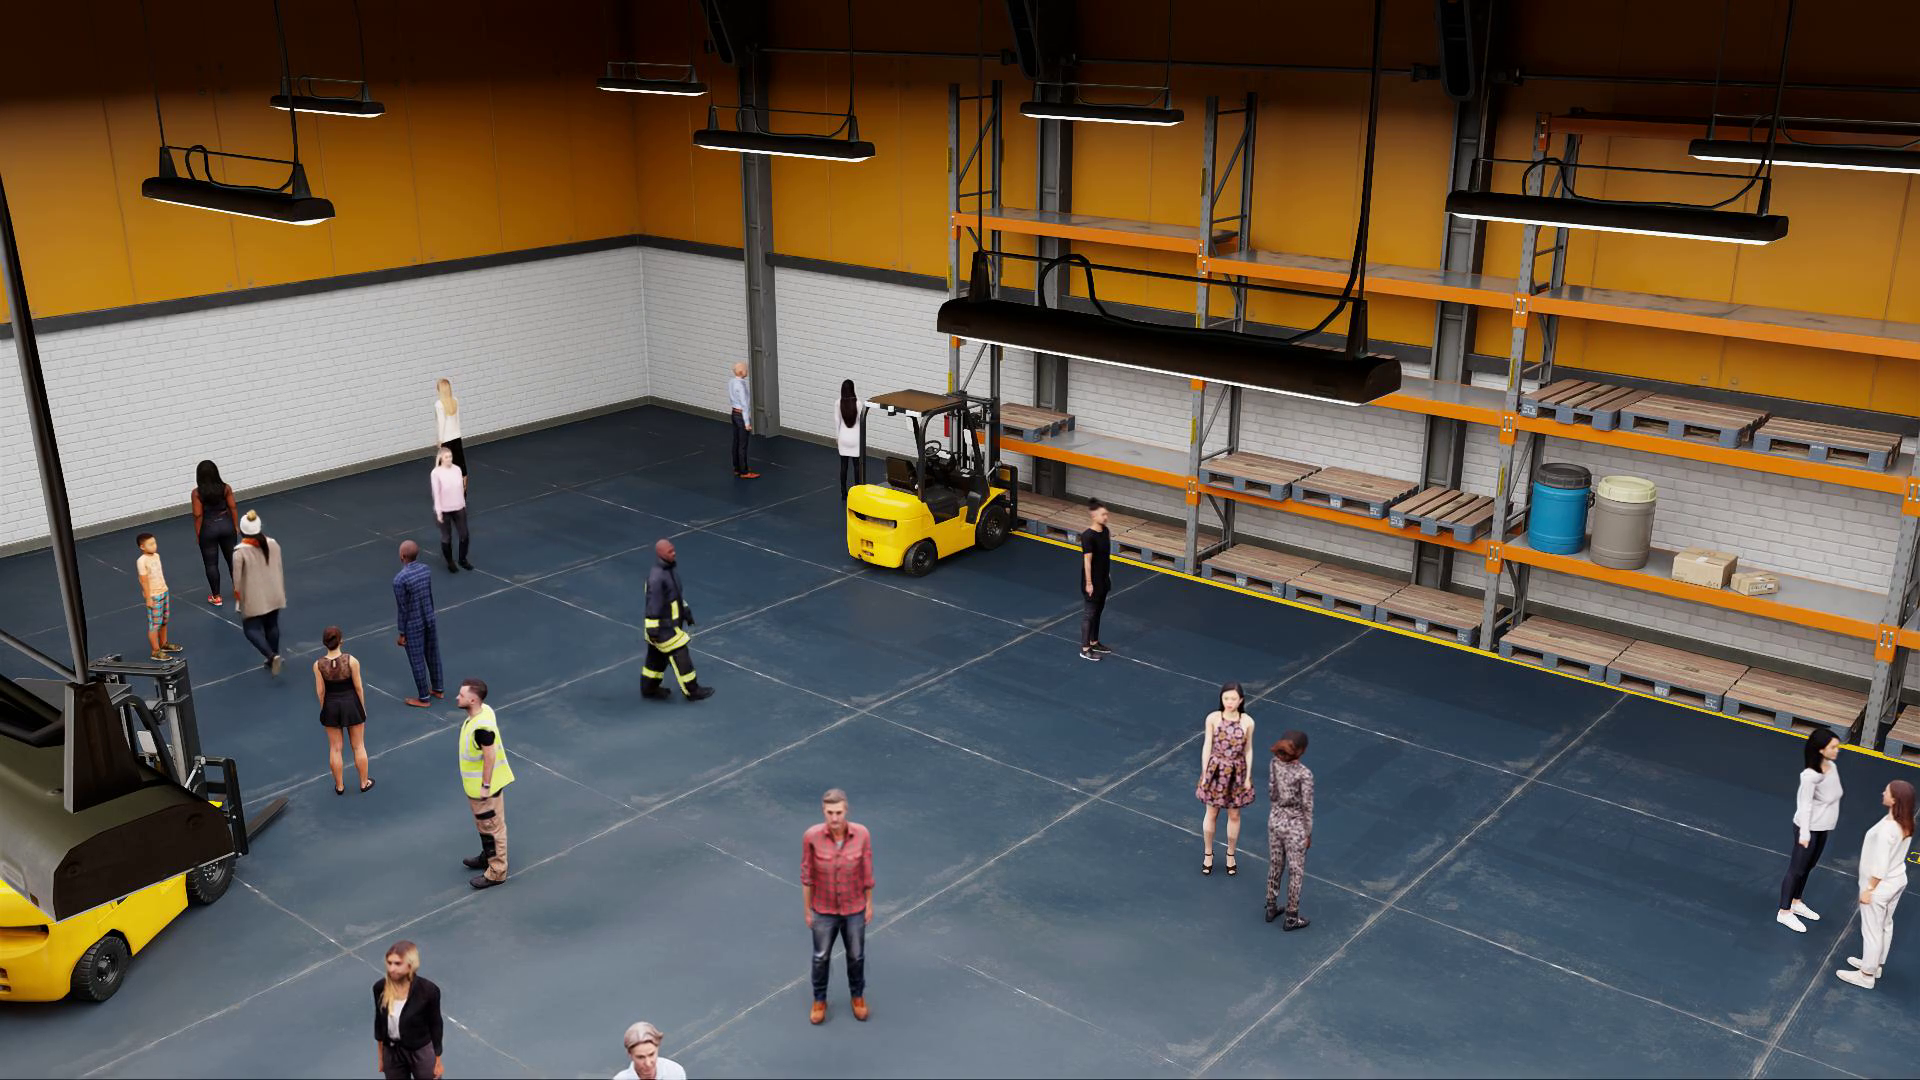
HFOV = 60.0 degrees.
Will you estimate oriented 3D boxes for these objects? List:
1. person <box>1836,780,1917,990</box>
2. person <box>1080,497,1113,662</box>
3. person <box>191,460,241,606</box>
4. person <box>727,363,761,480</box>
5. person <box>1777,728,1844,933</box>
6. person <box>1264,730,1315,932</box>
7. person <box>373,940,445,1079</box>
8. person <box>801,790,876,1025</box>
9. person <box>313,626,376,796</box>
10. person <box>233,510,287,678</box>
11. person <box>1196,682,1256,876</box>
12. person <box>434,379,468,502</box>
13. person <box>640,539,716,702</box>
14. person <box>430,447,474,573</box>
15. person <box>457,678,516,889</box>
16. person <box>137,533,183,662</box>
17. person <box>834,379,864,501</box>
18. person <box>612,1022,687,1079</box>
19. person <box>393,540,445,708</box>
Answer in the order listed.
[{"bbox_3d":[6.969,2.580,12.550,0.619,1.689,0.567,-17,25,-41],"label":"person"},{"bbox_3d":[1.522,0.412,18.707,0.646,1.868,0.723,10,21,28],"label":"person"},{"bbox_3d":[-9.087,-0.109,20.334,0.714,1.816,0.683,-14,23,-35],"label":"person"},{"bbox_3d":[-3.359,-1.844,25.525,0.771,1.791,0.623,-10,21,-28],"label":"person"},{"bbox_3d":[6.838,2.298,13.368,0.638,1.701,0.591,-17,25,-40],"label":"person"},{"bbox_3d":[2.632,2.303,13.333,0.682,1.713,0.567,-13,23,-35],"label":"person"},{"bbox_3d":[-3.459,3.274,10.515,0.641,1.671,0.742,2,19,7],"label":"person"},{"bbox_3d":[-0.887,2.646,12.130,0.751,1.831,0.790,-3,19,-8],"label":"person"},{"bbox_3d":[-5.774,1.581,15.538,0.679,1.675,0.723,-4,19,-12],"label":"person"},{"bbox_3d":[-7.596,0.603,18.121,0.926,1.879,0.709,15,24,37],"label":"person"},{"bbox_3d":[2.258,2.022,14.075,0.778,1.773,0.857,2,19,7],"label":"person"},{"bbox_3d":[-7.431,-1.440,24.221,0.613,1.858,0.661,8,20,23],"label":"person"},{"bbox_3d":[-3.201,0.851,17.532,1.209,1.786,1.094,1,19,3],"label":"person"},{"bbox_3d":[-6.615,-0.403,21.435,0.664,1.670,0.691,-14,23,-36],"label":"person"},{"bbox_3d":[-4.020,2.009,13.997,0.902,1.847,0.825,-6,20,-18],"label":"person"},{"bbox_3d":[-9.071,0.616,18.739,0.649,1.461,0.607,0,19,1],"label":"person"},{"bbox_3d":[-1.619,-1.472,24.394,0.622,1.808,0.747,4,19,12],"label":"person"},{"bbox_3d":[-1.764,3.537,9.484,0.722,1.831,0.687,-10,21,-27],"label":"person"},{"bbox_3d":[-5.679,0.861,17.449,0.683,1.819,0.711,9,21,25],"label":"person"}]
